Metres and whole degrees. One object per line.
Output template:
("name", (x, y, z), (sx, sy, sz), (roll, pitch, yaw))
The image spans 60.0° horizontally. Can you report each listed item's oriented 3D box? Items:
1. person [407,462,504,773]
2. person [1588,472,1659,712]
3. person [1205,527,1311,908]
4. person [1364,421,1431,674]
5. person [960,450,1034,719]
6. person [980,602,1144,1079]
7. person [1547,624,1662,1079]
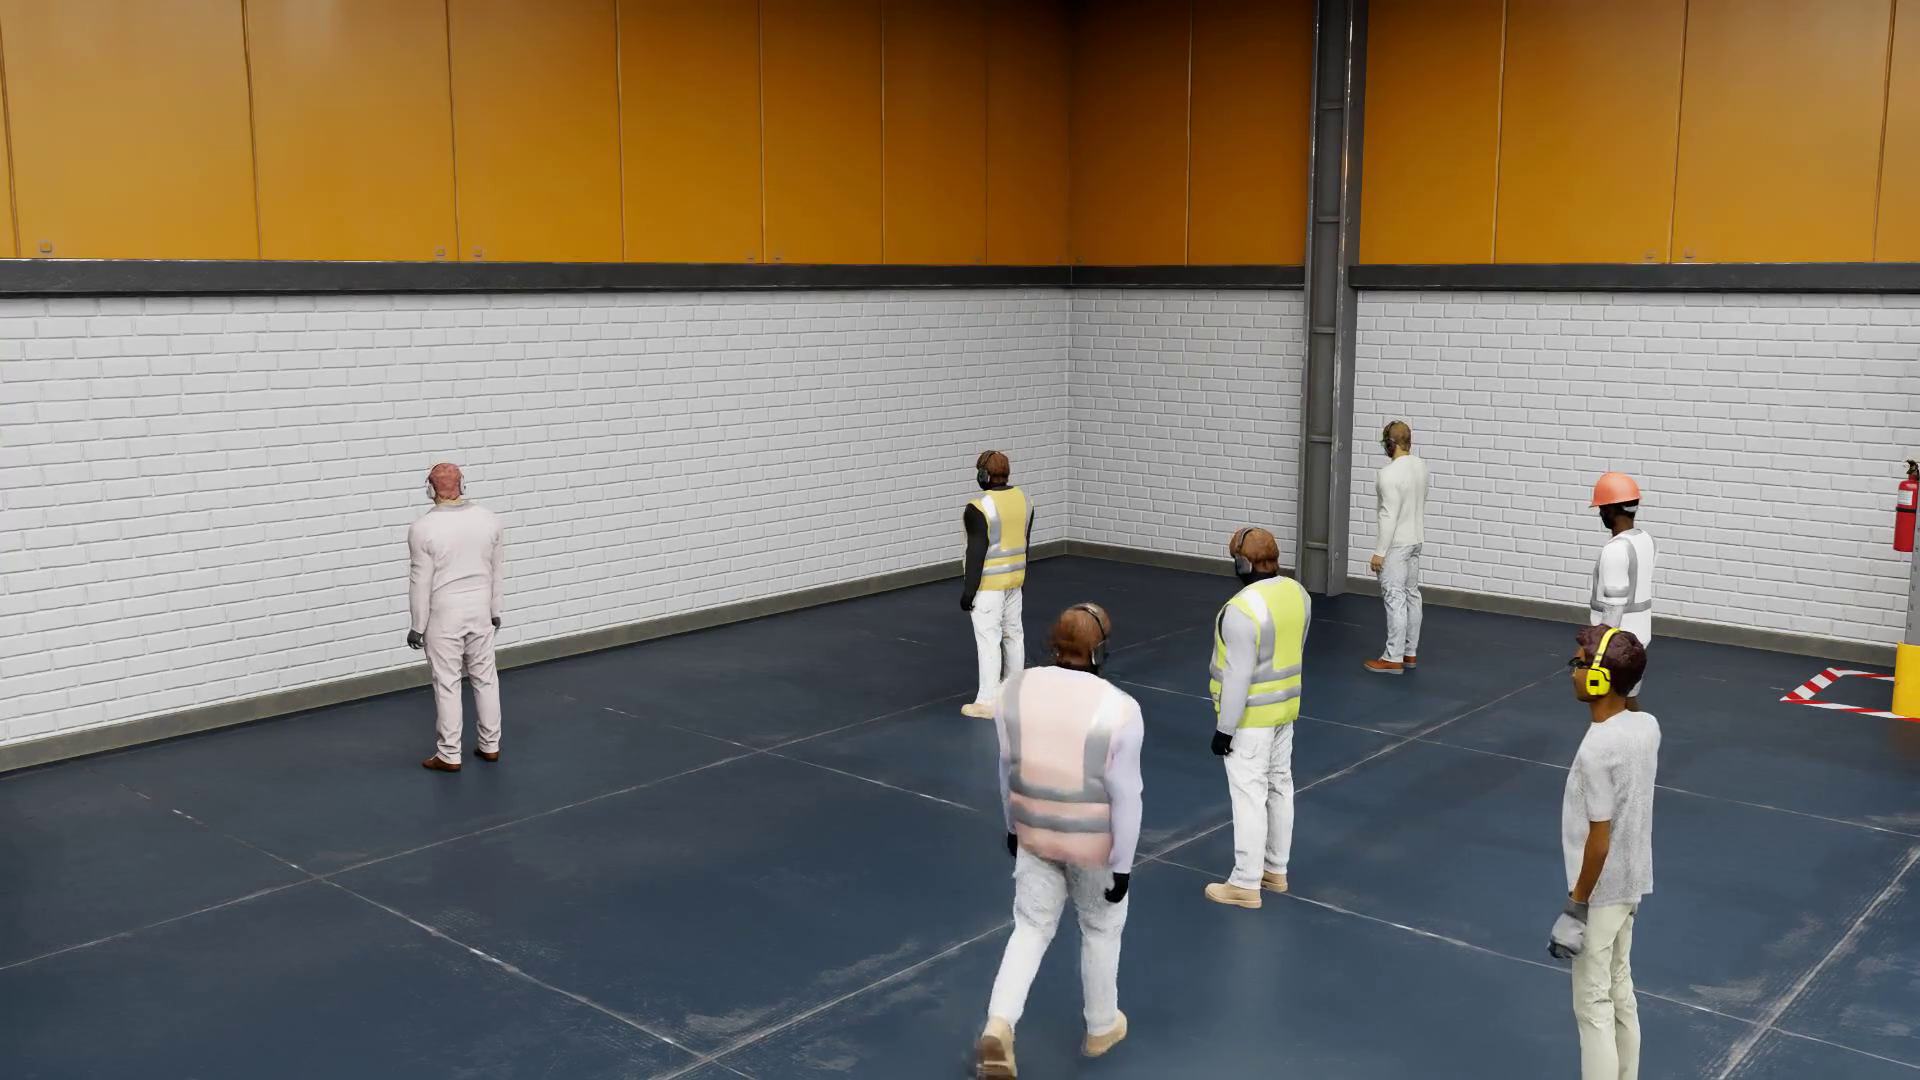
("person", (-3.107, 0.469, 10.216), (0.406, 1.902, 0.636), (8, 12, 41))
("person", (3.705, 0.579, 9.435), (0.374, 1.928, 0.542), (8, 12, 41))
("person", (1.417, 0.848, 8.036), (0.430, 1.838, 0.619), (8, 12, 41))
("person", (3.342, 0.056, 12.706), (0.370, 1.934, 0.627), (8, 12, 41))
("person", (0.226, 0.303, 11.440), (0.430, 1.845, 0.619), (8, 12, 41))
("person", (0.387, 1.141, 6.265), (0.627, 1.823, 0.800), (5, 10, 28))
("person", (2.170, 1.210, 5.667), (0.326, 1.869, 0.518), (8, 12, 41))
